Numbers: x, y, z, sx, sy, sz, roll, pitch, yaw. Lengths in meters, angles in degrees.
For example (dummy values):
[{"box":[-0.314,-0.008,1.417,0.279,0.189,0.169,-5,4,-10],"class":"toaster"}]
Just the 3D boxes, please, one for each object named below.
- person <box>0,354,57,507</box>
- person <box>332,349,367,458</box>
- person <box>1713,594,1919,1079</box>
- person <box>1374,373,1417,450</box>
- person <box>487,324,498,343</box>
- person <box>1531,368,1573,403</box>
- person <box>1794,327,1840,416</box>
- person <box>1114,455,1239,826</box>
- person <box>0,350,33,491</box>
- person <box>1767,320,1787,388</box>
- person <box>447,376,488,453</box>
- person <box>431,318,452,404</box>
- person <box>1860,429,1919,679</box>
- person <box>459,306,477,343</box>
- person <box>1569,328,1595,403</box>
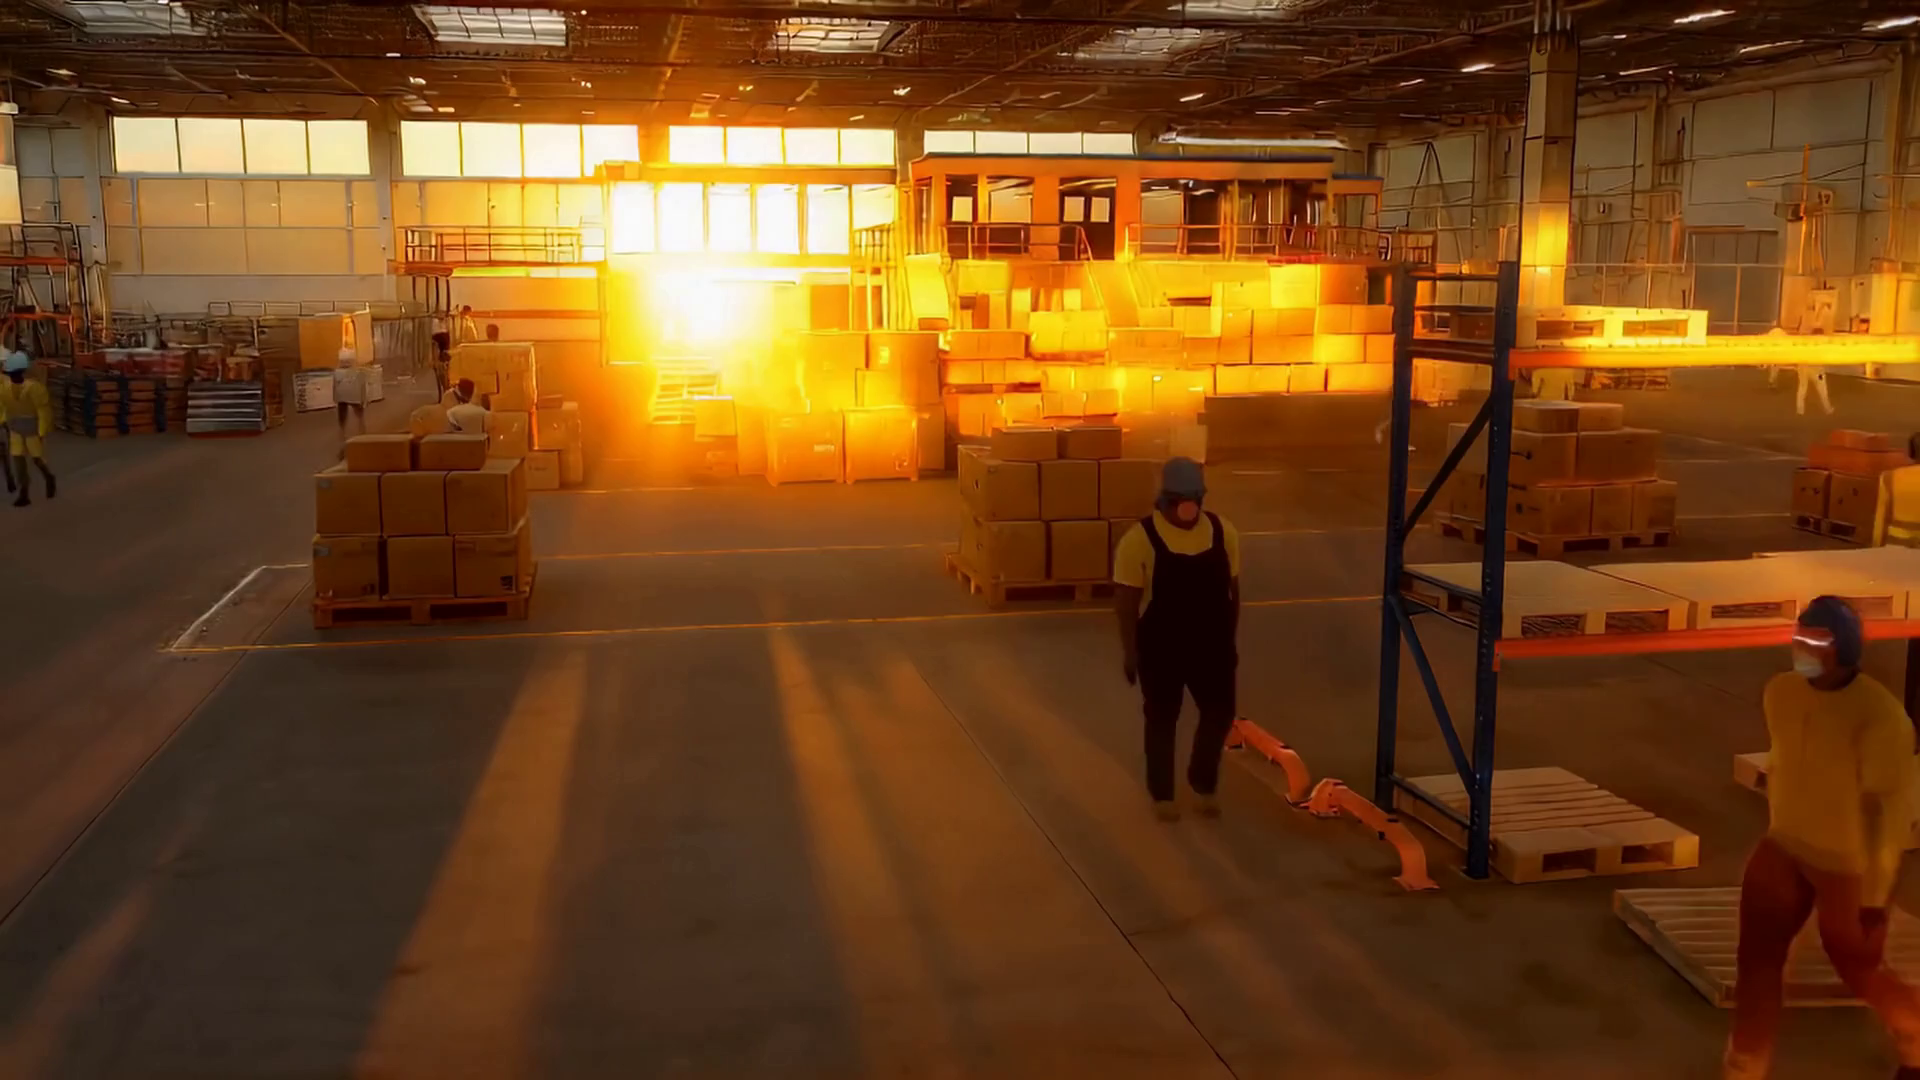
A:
[{"box":[-11.807,-1.394,21.055,0.553,1.918,0.664,0,9,-2],"class":"person"},{"box":[-9.671,-2.169,26.392,0.539,1.716,0.926,-1,9,-7],"class":"person"},{"box":[3.102,1.114,5.841,0.983,1.904,0.645,-3,10,-16],"class":"person"},{"box":[7.235,-2.407,27.452,0.631,1.852,0.527,9,13,43],"class":"person"},{"box":[-8.766,-3.084,31.306,0.634,1.921,0.971,-1,9,-3],"class":"person"},{"box":[8.684,-1.925,24.358,0.659,1.884,1.012,-1,9,-4],"class":"person"},{"box":[17.279,-3.377,33.489,0.932,1.795,0.658,-2,10,-11],"class":"person"},{"box":[1.189,0.537,8.902,0.710,2.000,0.545,-2,9,-11],"class":"person"},{"box":[-12.836,-1.619,22.526,0.558,1.890,0.977,-3,10,-20],"class":"person"},{"box":[20.449,-4.664,41.637,0.870,1.703,0.493,-7,12,-38],"class":"person"},{"box":[-5.168,-0.779,17.448,0.328,1.872,0.514,6,11,33],"class":"person"},{"box":[-11.151,-3.815,35.798,0.390,1.922,0.591,3,10,16],"class":"person"},{"box":[6.900,0.106,12.098,0.849,1.860,0.581,-7,11,-36],"class":"person"},{"box":[-14.803,-6.123,50.094,0.508,1.847,0.345,0,9,-2],"class":"person"},{"box":[11.388,-2.954,30.672,0.573,1.875,0.754,5,10,27],"class":"person"}]
